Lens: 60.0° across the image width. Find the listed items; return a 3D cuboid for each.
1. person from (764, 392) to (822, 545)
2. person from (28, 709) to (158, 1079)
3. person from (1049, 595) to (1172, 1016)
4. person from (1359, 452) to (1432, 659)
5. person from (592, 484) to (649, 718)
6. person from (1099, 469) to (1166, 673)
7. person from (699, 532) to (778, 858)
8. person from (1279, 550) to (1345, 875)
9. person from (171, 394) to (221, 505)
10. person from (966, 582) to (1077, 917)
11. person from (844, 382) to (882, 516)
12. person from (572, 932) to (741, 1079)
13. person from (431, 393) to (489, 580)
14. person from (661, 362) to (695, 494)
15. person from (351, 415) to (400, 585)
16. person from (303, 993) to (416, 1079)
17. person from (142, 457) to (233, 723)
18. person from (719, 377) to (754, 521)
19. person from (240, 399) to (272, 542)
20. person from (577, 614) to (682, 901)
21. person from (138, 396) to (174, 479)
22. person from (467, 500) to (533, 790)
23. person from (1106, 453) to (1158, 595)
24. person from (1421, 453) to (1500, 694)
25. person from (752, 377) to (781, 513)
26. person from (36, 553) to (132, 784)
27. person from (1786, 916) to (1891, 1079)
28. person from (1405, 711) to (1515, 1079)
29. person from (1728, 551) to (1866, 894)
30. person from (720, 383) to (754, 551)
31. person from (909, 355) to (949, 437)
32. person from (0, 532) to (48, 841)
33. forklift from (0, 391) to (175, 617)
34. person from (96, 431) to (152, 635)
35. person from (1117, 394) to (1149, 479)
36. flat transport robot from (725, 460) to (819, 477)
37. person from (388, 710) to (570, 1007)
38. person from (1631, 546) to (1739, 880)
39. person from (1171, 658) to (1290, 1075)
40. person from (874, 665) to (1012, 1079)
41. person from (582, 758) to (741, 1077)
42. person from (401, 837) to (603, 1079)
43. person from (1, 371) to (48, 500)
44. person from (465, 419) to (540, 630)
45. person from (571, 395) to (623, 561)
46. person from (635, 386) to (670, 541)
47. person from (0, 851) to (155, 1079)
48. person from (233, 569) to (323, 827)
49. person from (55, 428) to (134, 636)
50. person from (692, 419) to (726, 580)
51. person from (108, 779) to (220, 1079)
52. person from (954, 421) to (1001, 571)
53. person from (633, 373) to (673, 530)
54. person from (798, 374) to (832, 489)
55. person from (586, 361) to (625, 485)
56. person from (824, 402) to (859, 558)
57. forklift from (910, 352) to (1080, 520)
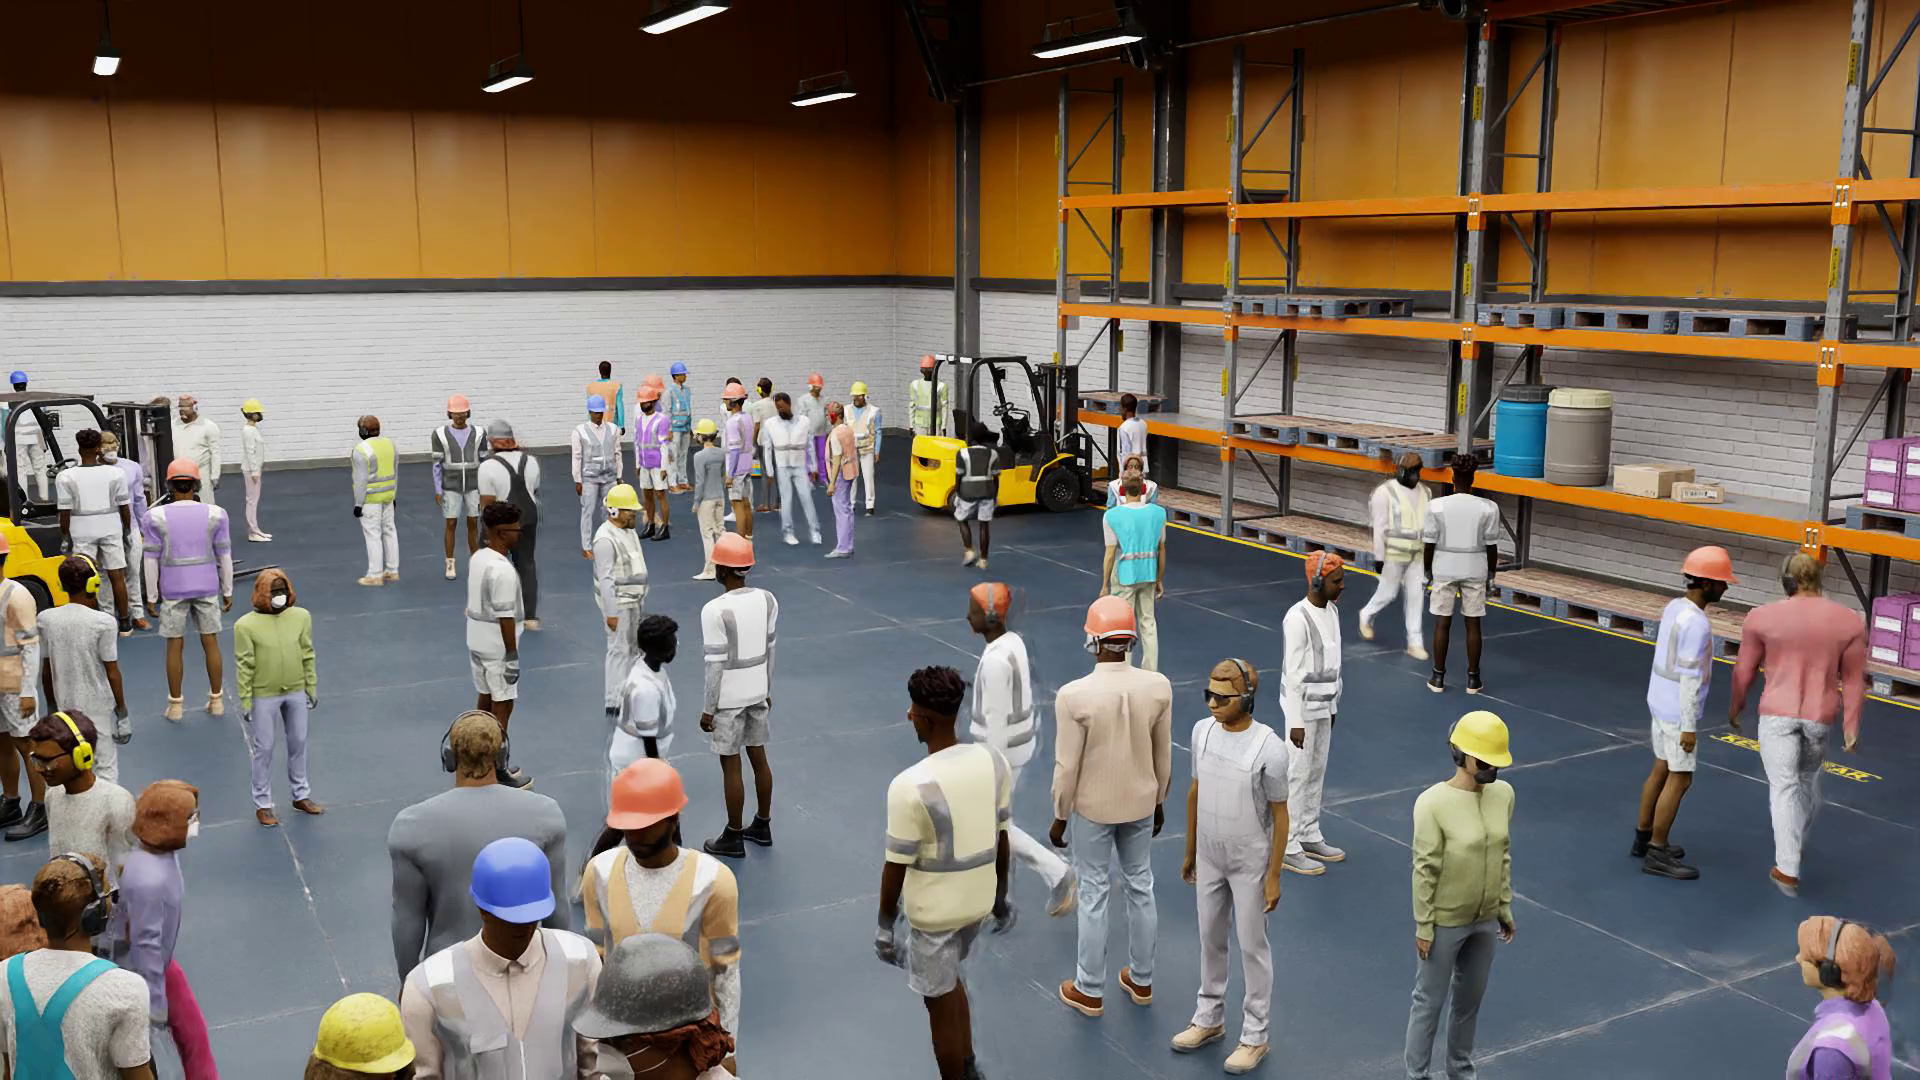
[{"bbox_3d":[-2.029,-0.863,20.322,0.707,1.885,0.519,-2,10,-9],"label":"person"},{"bbox_3d":[-3.354,1.557,6.449,0.526,1.856,0.340,5,11,28],"label":"person"},{"bbox_3d":[0.706,1.244,7.831,0.609,1.996,0.379,-4,11,-22],"label":"person"},{"bbox_3d":[3.922,0.111,14.869,0.631,1.824,0.777,-3,10,-19],"label":"person"},{"bbox_3d":[-2.604,0.468,12.819,0.403,1.817,0.602,1,10,8],"label":"person"},{"bbox_3d":[1.405,0.349,13.423,0.571,1.840,0.373,-4,11,-23],"label":"person"},{"bbox_3d":[-1.329,0.915,9.882,0.353,1.942,0.546,8,12,38],"label":"person"},{"bbox_3d":[2.044,0.988,9.646,0.358,1.880,0.575,7,12,34],"label":"person"},{"bbox_3d":[-9.073,-0.765,19.652,0.637,1.911,0.403,1,10,4],"label":"person"},{"bbox_3d":[0.296,1.137,8.840,0.648,1.869,0.588,2,10,10],"label":"person"},{"bbox_3d":[-1.357,-1.231,22.548,0.590,1.833,0.403,2,10,12],"label":"person"},{"bbox_3d":[-0.727,1.900,3.922,0.536,2.000,0.676,-8,13,-40],"label":"person"},{"bbox_3d":[-5.450,-0.587,18.232,0.609,2.044,0.395,-5,11,-26],"label":"person"},{"bbox_3d":[-4.175,-1.664,24.699,0.378,1.950,0.610,5,11,25],"label":"person"},{"bbox_3d":[-6.315,-0.433,17.932,0.429,1.839,0.633,4,11,21],"label":"person"},{"bbox_3d":[-1.515,1.989,4.298,0.326,1.736,0.486,4,11,24],"label":"person"},{"bbox_3d":[-5.899,0.377,12.742,0.614,2.029,0.409,-6,12,-31],"label":"person"},{"bbox_3d":[-2.964,-1.208,22.173,0.371,1.916,0.597,7,12,35],"label":"person"},{"bbox_3d":[-8.732,-0.863,20.619,0.326,1.769,0.524,-3,10,-17],"label":"person"},{"bbox_3d":[-1.772,1.195,9.126,0.734,1.642,0.527,1,10,3],"label":"person"},{"bbox_3d":[-9.730,-0.837,20.289,0.628,1.828,0.666,3,10,18],"label":"person"},{"bbox_3d":[-3.065,0.706,11.065,0.398,1.957,0.600,-7,12,-34],"label":"person"},{"bbox_3d":[1.671,-0.032,16.203,0.514,1.641,0.307,-1,10,-4],"label":"person"},{"bbox_3d":[4.052,0.274,13.501,0.602,1.966,0.368,2,10,14],"label":"person"},{"bbox_3d":[-2.651,-1.305,22.889,0.517,1.865,0.327,-8,13,-39],"label":"person"},{"bbox_3d":[-5.054,1.002,9.627,0.514,1.861,0.321,2,10,9],"label":"person"},{"bbox_3d":[2.672,1.926,5.047,0.847,1.599,0.535,9,13,42],"label":"person"},{"bbox_3d":[2.059,1.545,6.782,0.522,1.761,0.322,-5,11,-29],"label":"person"},{"bbox_3d":[4.775,0.993,9.564,0.640,1.889,0.934,2,10,9],"label":"person"},{"bbox_3d":[-2.644,-0.835,19.660,0.373,2.042,0.614,2,10,11],"label":"person"},{"bbox_3d":[-0.474,-1.738,24.852,0.607,2.048,0.369,2,10,13],"label":"person"},{"bbox_3d":[-5.848,0.870,10.147,0.546,1.939,0.375,5,11,28],"label":"person"},{"bbox_3d":[-9.026,-0.363,16.508,1.214,2.155,2.313,6,11,29],"label":"forklift"},{"bbox_3d":[-7.936,-0.069,15.602,0.383,1.929,0.634,8,13,38],"label":"person"},{"bbox_3d":[2.033,-0.768,19.643,0.370,1.915,0.597,5,11,28],"label":"person"},{"bbox_3d":[-2.977,-1.140,26.514,1.431,0.197,0.652,2,10,11],"label":"flat transport robot"},{"bbox_3d":[-1.755,1.574,6.138,0.635,1.929,0.381,-5,11,-25],"label":"person"},{"bbox_3d":[4.199,0.975,9.614,0.444,1.917,0.545,2,10,11],"label":"person"},{"bbox_3d":[1.196,1.411,7.300,0.326,1.843,0.517,-9,13,-43],"label":"person"},{"bbox_3d":[-0.087,1.454,6.739,0.465,1.949,0.645,9,13,43],"label":"person"},{"bbox_3d":[-1.016,1.662,5.591,0.551,1.935,0.373,2,10,10],"label":"person"},{"bbox_3d":[-1.301,1.789,4.864,0.604,1.939,0.416,-6,12,-31],"label":"person"},{"bbox_3d":[-12.994,-1.382,23.129,0.412,1.940,0.602,7,12,36],"label":"person"},{"bbox_3d":[-4.390,-0.178,15.889,0.935,2.000,0.687,9,14,43],"label":"person"},{"bbox_3d":[-4.204,-0.723,19.333,0.615,1.940,0.416,-8,13,-38],"label":"person"},{"bbox_3d":[-3.845,-0.951,20.664,0.544,1.930,0.389,7,12,35],"label":"person"},{"bbox_3d":[-2.601,1.827,4.955,0.501,1.839,0.347,1,10,8],"label":"person"},{"bbox_3d":[-4.280,0.976,10.436,0.276,1.627,0.497,9,13,42],"label":"person"},{"bbox_3d":[-7.996,-0.055,15.396,0.614,1.963,0.362,-7,12,-35],"label":"person"},{"bbox_3d":[-2.755,-0.442,18.195,0.315,1.767,0.534,5,11,27],"label":"person"},{"bbox_3d":[-3.207,1.693,6.476,0.880,1.579,0.523,-3,10,-14],"label":"person"},{"bbox_3d":[0.191,-0.495,18.728,0.557,1.677,0.402,-3,10,-15],"label":"person"},{"bbox_3d":[-3.967,-1.155,21.549,0.426,2.039,0.644,4,11,21],"label":"person"},{"bbox_3d":[-2.176,-1.638,25.141,0.582,1.747,0.342,-8,13,-38],"label":"person"},{"bbox_3d":[-5.433,-1.786,25.533,0.588,1.910,0.397,2,10,12],"label":"person"},{"bbox_3d":[-1.391,-0.698,19.466,0.388,1.837,0.564,2,10,13],"label":"person"},{"bbox_3d":[0.460,-1.461,22.833,2.313,2.155,1.214,-5,11,-28],"label":"forklift"}]
